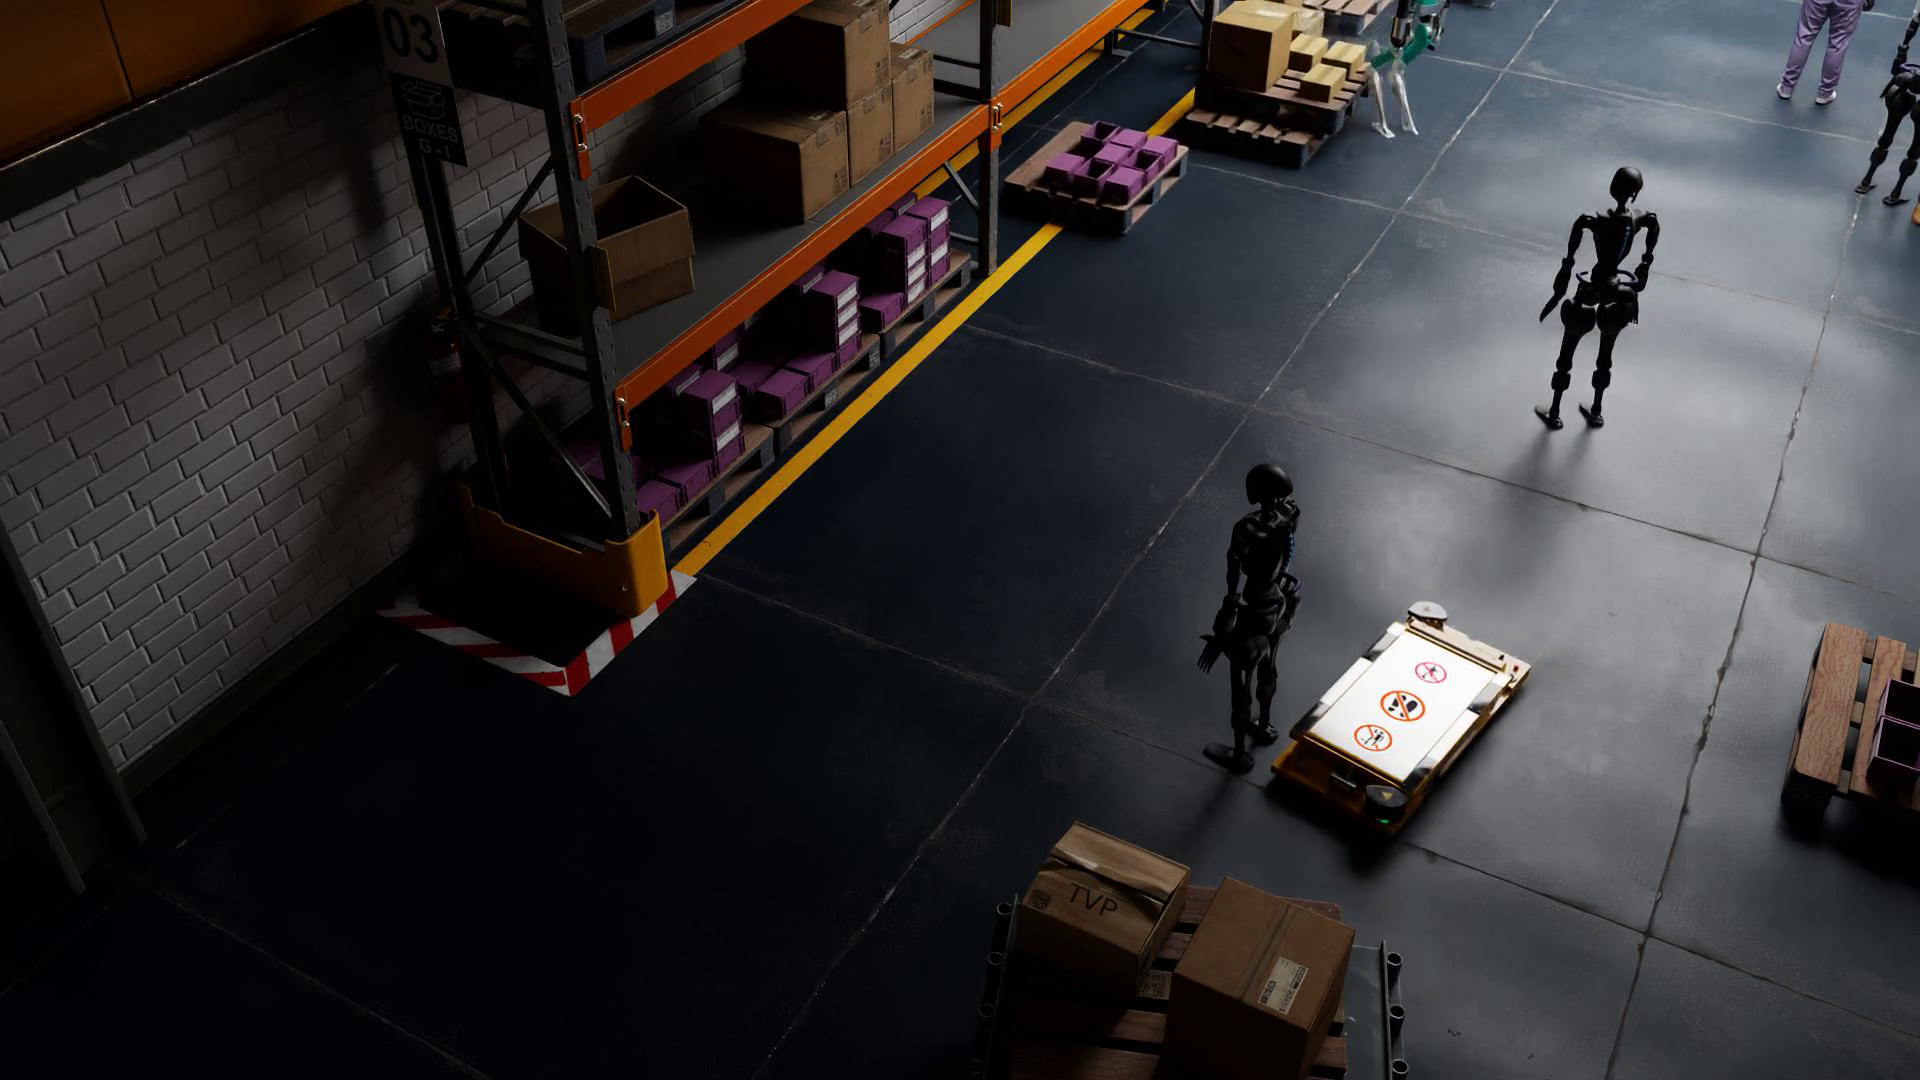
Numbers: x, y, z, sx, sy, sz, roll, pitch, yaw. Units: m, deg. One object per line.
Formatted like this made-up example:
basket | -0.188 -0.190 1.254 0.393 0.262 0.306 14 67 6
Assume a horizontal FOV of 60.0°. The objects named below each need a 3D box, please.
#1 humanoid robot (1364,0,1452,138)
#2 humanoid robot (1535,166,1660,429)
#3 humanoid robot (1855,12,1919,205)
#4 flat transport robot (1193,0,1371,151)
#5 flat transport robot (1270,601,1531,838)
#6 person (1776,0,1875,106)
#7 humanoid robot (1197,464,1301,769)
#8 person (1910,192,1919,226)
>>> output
humanoid robot | 3.484 -4.035 13.097 0.542 1.807 0.673 -21 43 -24
humanoid robot | 3.792 -1.437 9.886 0.584 1.650 0.340 -3 39 -4
humanoid robot | 7.056 -3.294 12.209 0.323 1.654 0.588 -21 43 -24
flat transport robot | 2.695 -3.582 13.698 0.659 0.231 1.431 19 42 22
flat transport robot | 2.189 0.844 8.164 0.659 0.231 1.431 28 46 30
person | 7.146 -4.500 13.535 0.635 1.910 0.408 19 42 22
humanoid robot | 1.350 0.350 7.644 0.315 1.657 0.599 29 47 31
person | 7.318 -3.110 11.807 0.582 1.894 0.372 7 39 9
